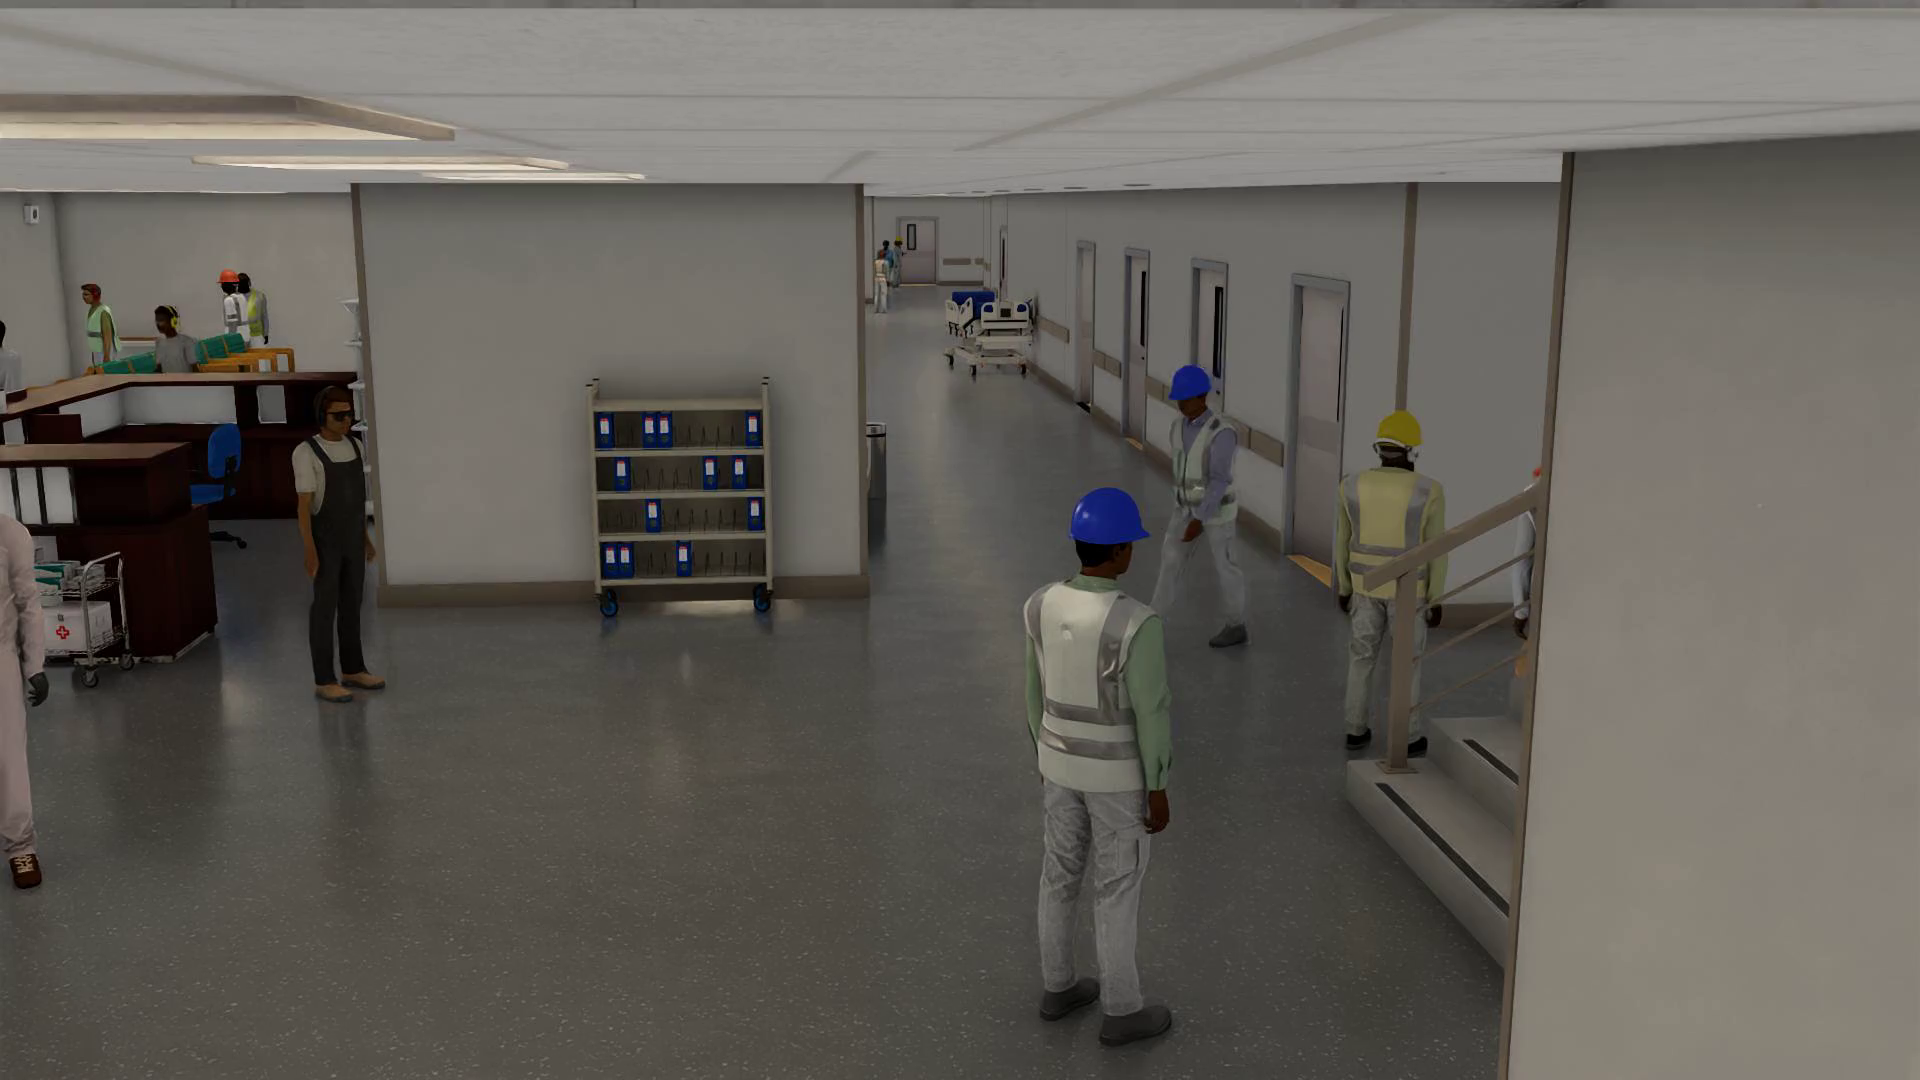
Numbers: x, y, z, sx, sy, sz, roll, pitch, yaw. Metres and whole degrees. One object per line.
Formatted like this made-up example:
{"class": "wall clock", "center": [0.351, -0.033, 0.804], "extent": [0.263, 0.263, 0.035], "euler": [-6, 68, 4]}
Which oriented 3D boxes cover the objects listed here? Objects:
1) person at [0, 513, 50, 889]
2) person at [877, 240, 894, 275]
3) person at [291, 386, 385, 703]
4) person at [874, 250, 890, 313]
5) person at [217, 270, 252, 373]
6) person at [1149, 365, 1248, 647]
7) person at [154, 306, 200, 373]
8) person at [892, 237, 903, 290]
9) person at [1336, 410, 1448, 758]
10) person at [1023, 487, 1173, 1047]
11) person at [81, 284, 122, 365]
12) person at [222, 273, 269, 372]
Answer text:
{"class": "person", "center": [-4.180, 0.560, 6.952], "extent": [0.655, 1.906, 0.407], "euler": [-6, 13, -26]}
{"class": "person", "center": [-2.371, -8.655, 52.572], "extent": [0.561, 1.664, 0.687], "euler": [-2, 12, -9]}
{"class": "person", "center": [-3.649, 0.017, 9.754], "extent": [0.328, 1.842, 0.515], "euler": [5, 13, 23]}
{"class": "person", "center": [-2.026, -6.680, 43.022], "extent": [0.514, 1.630, 0.318], "euler": [10, 15, 40]}
{"class": "person", "center": [-10.218, -2.830, 23.445], "extent": [0.379, 1.937, 0.548], "euler": [0, 12, -2]}
{"class": "person", "center": [1.508, -0.179, 10.631], "extent": [1.066, 1.874, 0.597], "euler": [-9, 15, -37]}
{"class": "person", "center": [-8.104, -1.467, 17.042], "extent": [0.573, 1.828, 0.895], "euler": [5, 13, 25]}
{"class": "person", "center": [-1.998, -8.947, 53.839], "extent": [0.347, 1.733, 0.479], "euler": [3, 12, 13]}
{"class": "person", "center": [2.267, 0.234, 8.733], "extent": [0.591, 1.831, 0.403], "euler": [8, 14, 33]}
{"class": "person", "center": [0.481, 0.783, 5.764], "extent": [0.384, 1.948, 0.605], "euler": [-11, 16, -44]}
{"class": "person", "center": [-11.209, -2.435, 21.779], "extent": [0.560, 1.837, 0.387], "euler": [11, 16, 42]}
{"class": "person", "center": [-10.738, -3.104, 25.061], "extent": [0.620, 1.835, 0.431], "euler": [-5, 13, -24]}
